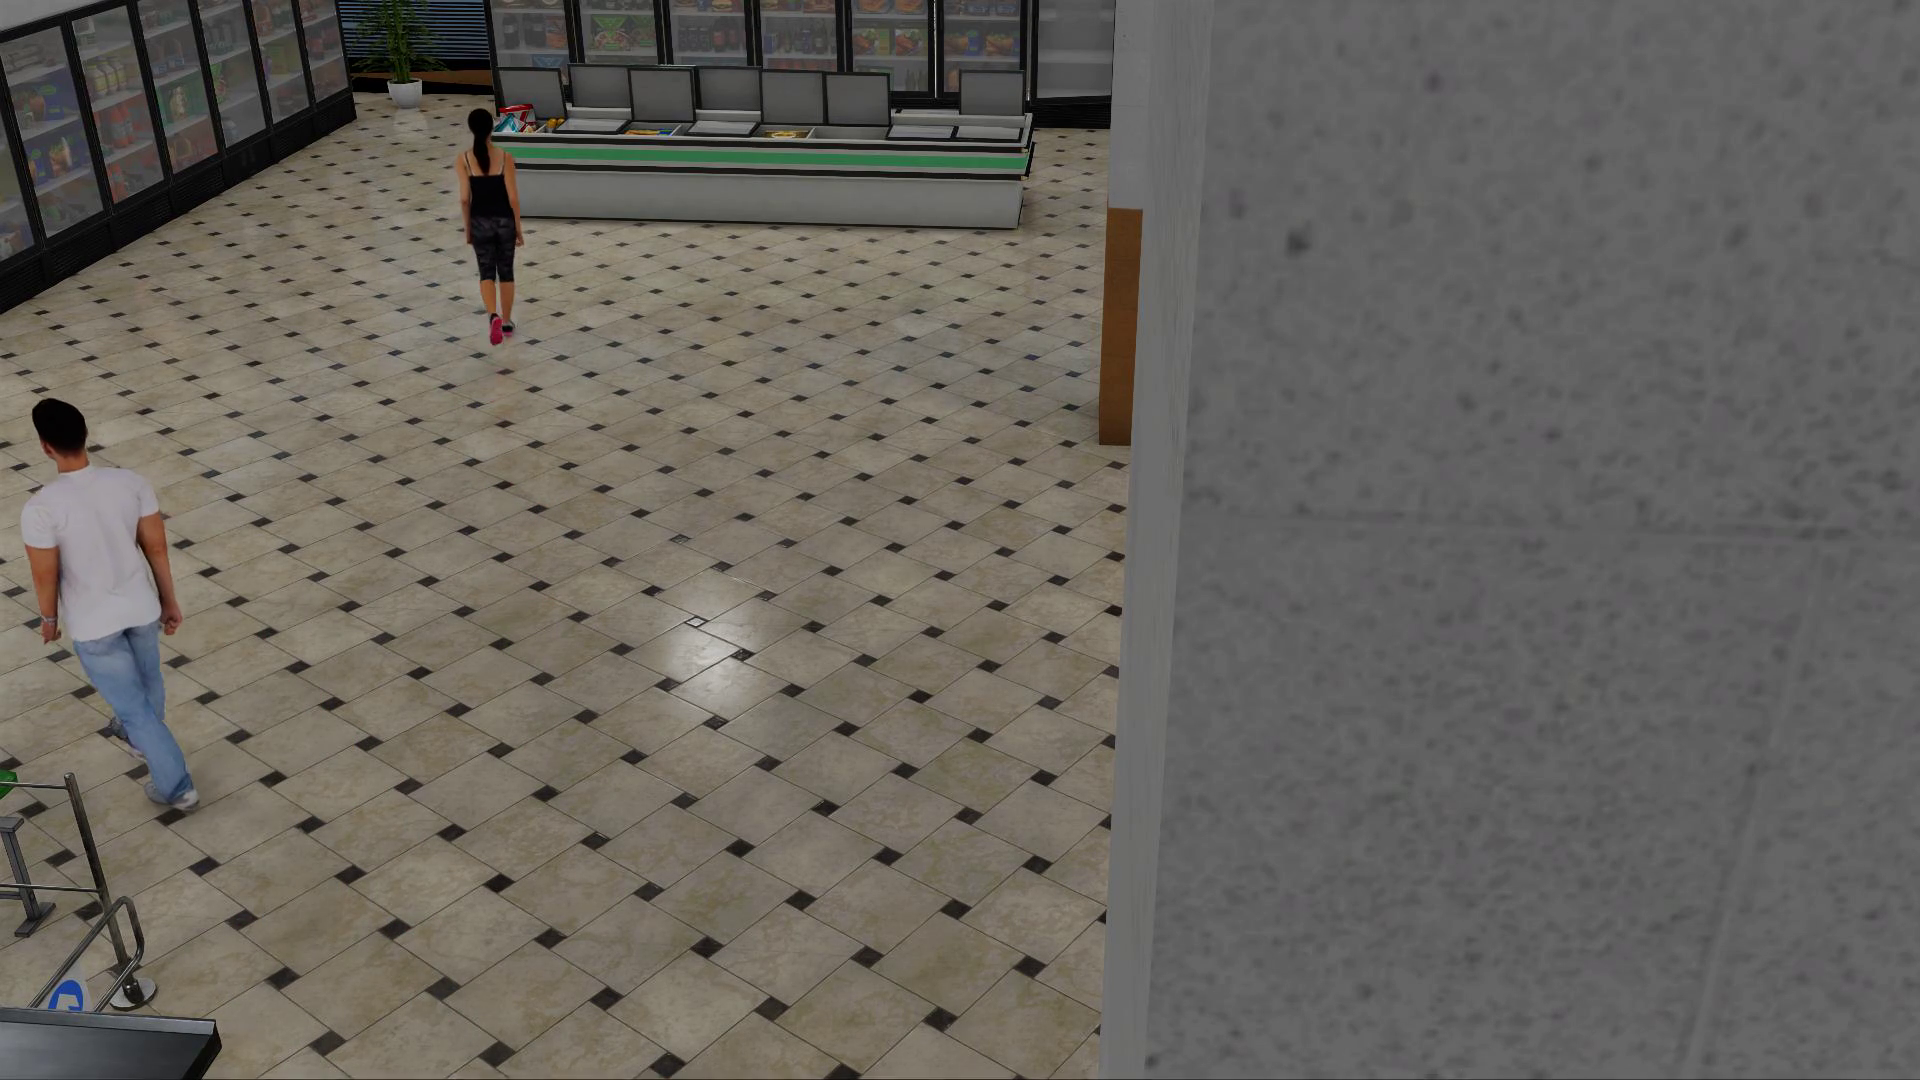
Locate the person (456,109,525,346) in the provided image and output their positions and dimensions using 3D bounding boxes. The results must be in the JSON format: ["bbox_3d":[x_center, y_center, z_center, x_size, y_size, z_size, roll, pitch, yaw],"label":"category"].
[{"bbox_3d":[-3.387,-2.222,12.057,0.995,1.705,0.824,-6,27,-11],"label":"person"}]

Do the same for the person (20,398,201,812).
[{"bbox_3d":[-3.452,0.332,6.881,1.136,1.831,0.967,16,31,29],"label":"person"}]
